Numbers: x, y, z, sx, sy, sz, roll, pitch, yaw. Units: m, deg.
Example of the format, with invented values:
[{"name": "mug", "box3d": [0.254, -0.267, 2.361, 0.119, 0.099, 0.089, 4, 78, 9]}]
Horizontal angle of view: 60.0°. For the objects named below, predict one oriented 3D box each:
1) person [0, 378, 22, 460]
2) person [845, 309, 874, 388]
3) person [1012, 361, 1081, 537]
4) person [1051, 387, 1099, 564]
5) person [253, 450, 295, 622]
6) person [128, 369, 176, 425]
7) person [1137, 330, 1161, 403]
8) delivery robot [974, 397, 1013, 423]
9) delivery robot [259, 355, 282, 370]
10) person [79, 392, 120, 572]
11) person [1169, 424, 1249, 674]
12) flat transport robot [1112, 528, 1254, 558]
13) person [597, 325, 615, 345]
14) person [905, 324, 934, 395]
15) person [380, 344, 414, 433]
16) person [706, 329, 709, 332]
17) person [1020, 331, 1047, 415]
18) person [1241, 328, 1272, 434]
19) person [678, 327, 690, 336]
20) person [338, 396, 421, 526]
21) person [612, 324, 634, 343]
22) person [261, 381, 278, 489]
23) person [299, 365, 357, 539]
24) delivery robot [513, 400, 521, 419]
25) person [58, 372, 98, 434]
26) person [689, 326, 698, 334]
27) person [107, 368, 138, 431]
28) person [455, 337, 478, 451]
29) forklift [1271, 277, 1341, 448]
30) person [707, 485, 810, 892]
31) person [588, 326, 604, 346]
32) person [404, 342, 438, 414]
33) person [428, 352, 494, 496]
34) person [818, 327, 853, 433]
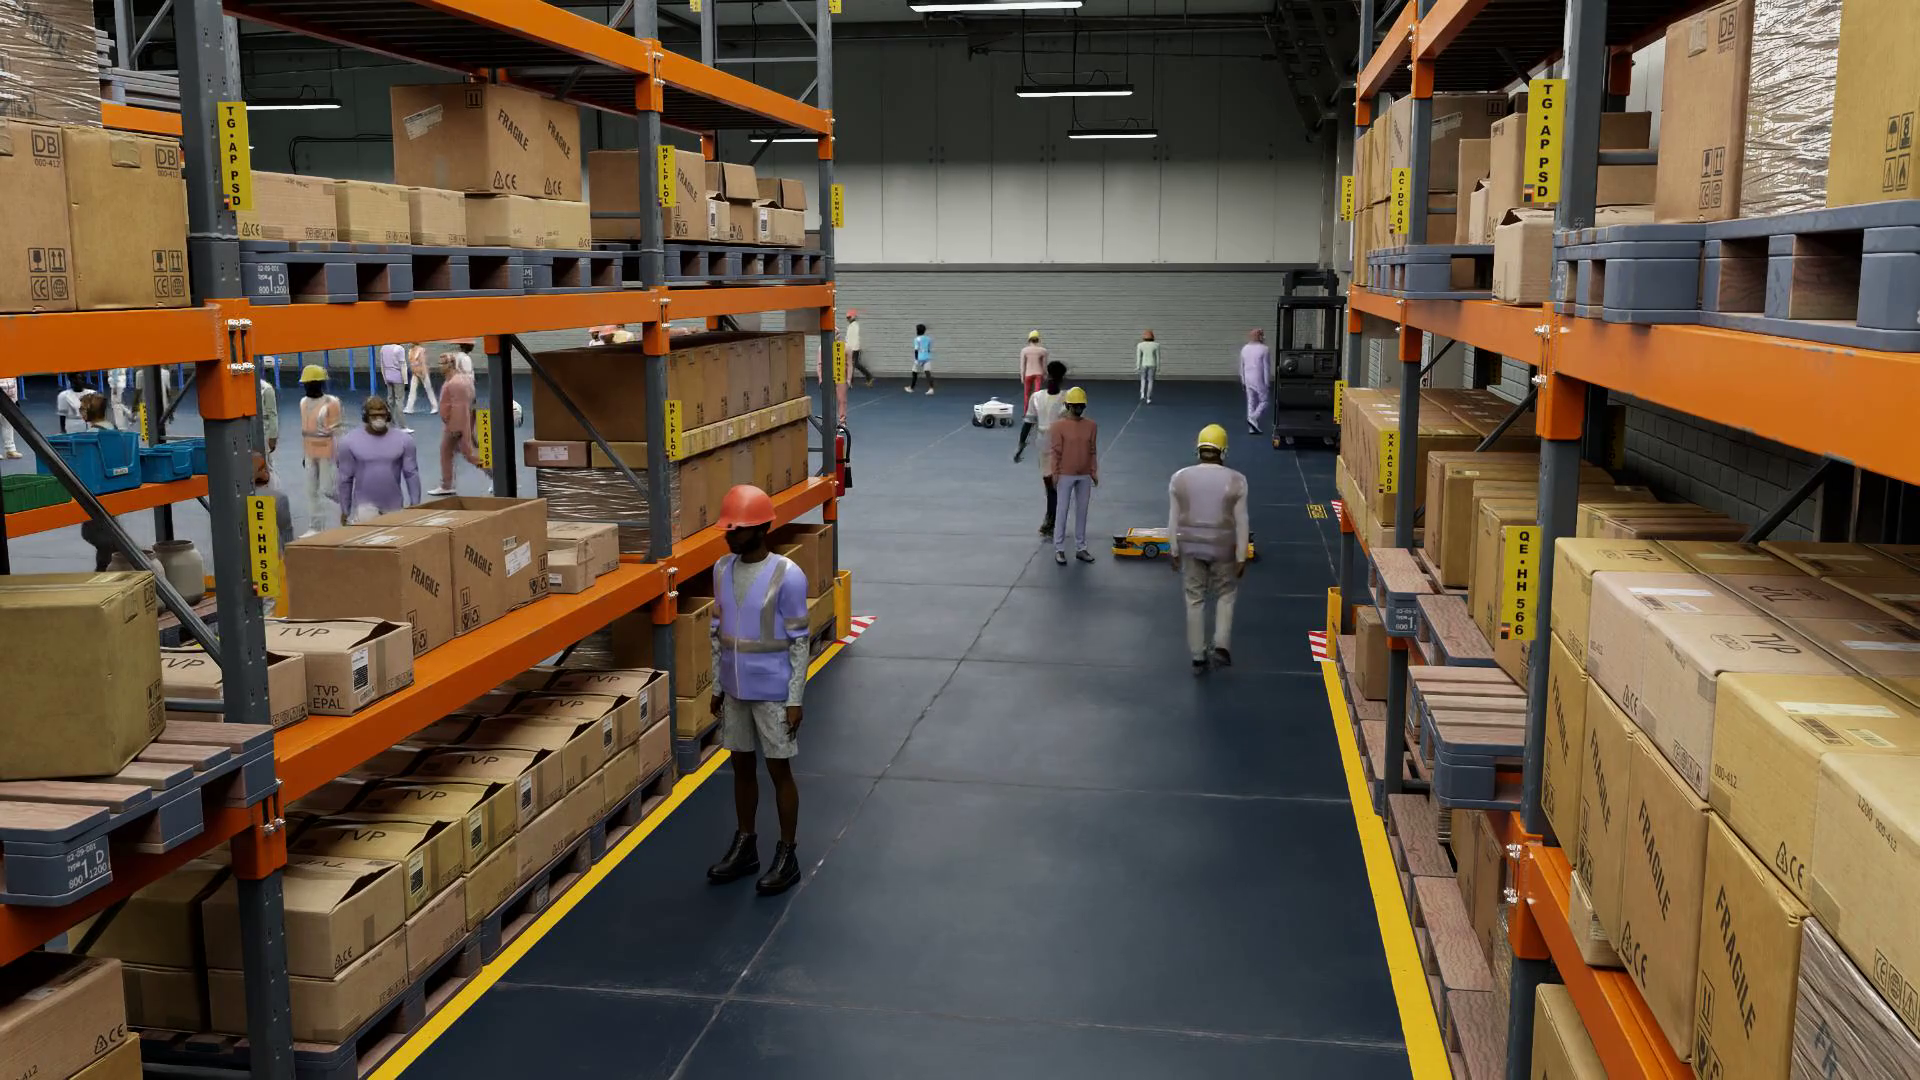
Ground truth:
[{"name": "person", "box3d": [-14.907, -2.173, 25.831, 0.429, 1.842, 0.636, 4, 10, 24]}, {"name": "person", "box3d": [-2.610, -4.809, 41.703, 0.822, 1.972, 0.622, -4, 10, -24]}, {"name": "person", "box3d": [0.929, -1.003, 18.321, 0.704, 1.924, 0.834, 7, 11, 35]}, {"name": "person", "box3d": [1.156, -0.653, 16.692, 0.533, 1.768, 0.310, -4, 10, -26]}, {"name": "person", "box3d": [-5.116, 0.158, 12.132, 0.509, 1.620, 0.390, 0, 9, -3]}, {"name": "person", "box3d": [-11.614, -1.837, 23.825, 0.946, 1.828, 0.516, 5, 10, 28]}, {"name": "person", "box3d": [4.184, -3.839, 36.795, 0.505, 1.621, 0.375, 3, 10, 15]}, {"name": "delivery robot", "box3d": [0.637, -2.436, 31.256, 0.707, 0.478, 0.477, -5, 10, -27]}, {"name": "delivery robot", "box3d": [-19.795, -5.084, 47.585, 0.707, 0.478, 0.477, 1, 9, 9]}, {"name": "person", "box3d": [-7.811, -0.441, 15.176, 0.648, 1.831, 0.533, 1, 9, 6]}, {"name": "person", "box3d": [1.809, 0.066, 12.113, 0.594, 1.817, 0.431, 3, 10, 16]}, {"name": "flat transport robot", "box3d": [2.319, 0.022, 17.257, 1.431, 0.197, 0.652, 1, 9, 9]}, {"name": "person", "box3d": [-6.025, -2.729, 28.754, 0.756, 2.001, 0.662, 2, 10, 14]}, {"name": "person", "box3d": [-0.924, -4.251, 39.209, 0.546, 1.644, 0.895, -9, 13, -44]}, {"name": "person", "box3d": [-10.160, -2.886, 29.969, 0.589, 1.927, 0.368, 5, 10, 28]}, {"name": "person", "box3d": [-4.461, -2.922, 30.301, 0.628, 1.893, 1.016, 6, 11, 32]}, {"name": "person", "box3d": [1.443, -3.249, 32.847, 0.533, 1.720, 0.927, 0, 9, -3]}, {"name": "person", "box3d": [5.316, -2.834, 29.725, 0.426, 1.895, 0.667, -7, 12, -38]}, {"name": "person", "box3d": [-5.119, -2.948, 30.470, 0.646, 1.895, 0.622, 8, 12, 42]}, {"name": "person", "box3d": [-4.938, -0.297, 14.157, 0.650, 1.890, 0.990, -5, 10, -28]}, {"name": "person", "box3d": [-7.429, -3.967, 36.662, 0.587, 1.911, 0.725, -1, 9, -8]}, {"name": "person", "box3d": [-8.355, -1.224, 19.660, 0.615, 1.943, 0.398, 3, 10, 16]}, {"name": "person", "box3d": [-6.956, -0.973, 18.240, 0.591, 1.908, 0.704, 5, 11, 30]}, {"name": "delivery robot", "box3d": [-8.527, -2.480, 31.522, 0.477, 0.478, 0.707, -4, 10, -21]}, {"name": "person", "box3d": [-11.607, -1.454, 21.948, 0.831, 1.660, 0.533, 7, 12, 38]}, {"name": "person", "box3d": [-6.144, -4.124, 38.490, 0.312, 1.638, 0.512, -8, 12, -39]}, {"name": "person", "box3d": [-15.327, -2.789, 30.275, 0.406, 1.622, 0.536, -3, 10, -18]}, {"name": "person", "box3d": [-7.971, -2.408, 27.024, 0.681, 1.917, 0.569, -5, 11, -30]}, {"name": "forklift", "box3d": [5.847, -3.016, 27.970, 1.129, 2.768, 1.873, 1, 9, 9]}, {"name": "person", "box3d": [-0.976, 0.696, 7.846, 0.551, 1.933, 0.373, 6, 11, 32]}, {"name": "person", "box3d": [-6.925, -3.197, 31.846, 0.542, 1.939, 0.361, 6, 11, 31]}, {"name": "person", "box3d": [-11.000, -3.341, 33.794, 0.617, 1.592, 0.824, 6, 11, 35]}, {"name": "person", "box3d": [-6.498, -1.526, 21.783, 0.908, 1.873, 0.656, -4, 10, -24]}, {"name": "person", "box3d": [-2.270, -2.908, 30.177, 0.642, 1.905, 0.399, 1, 9, 8]}]
